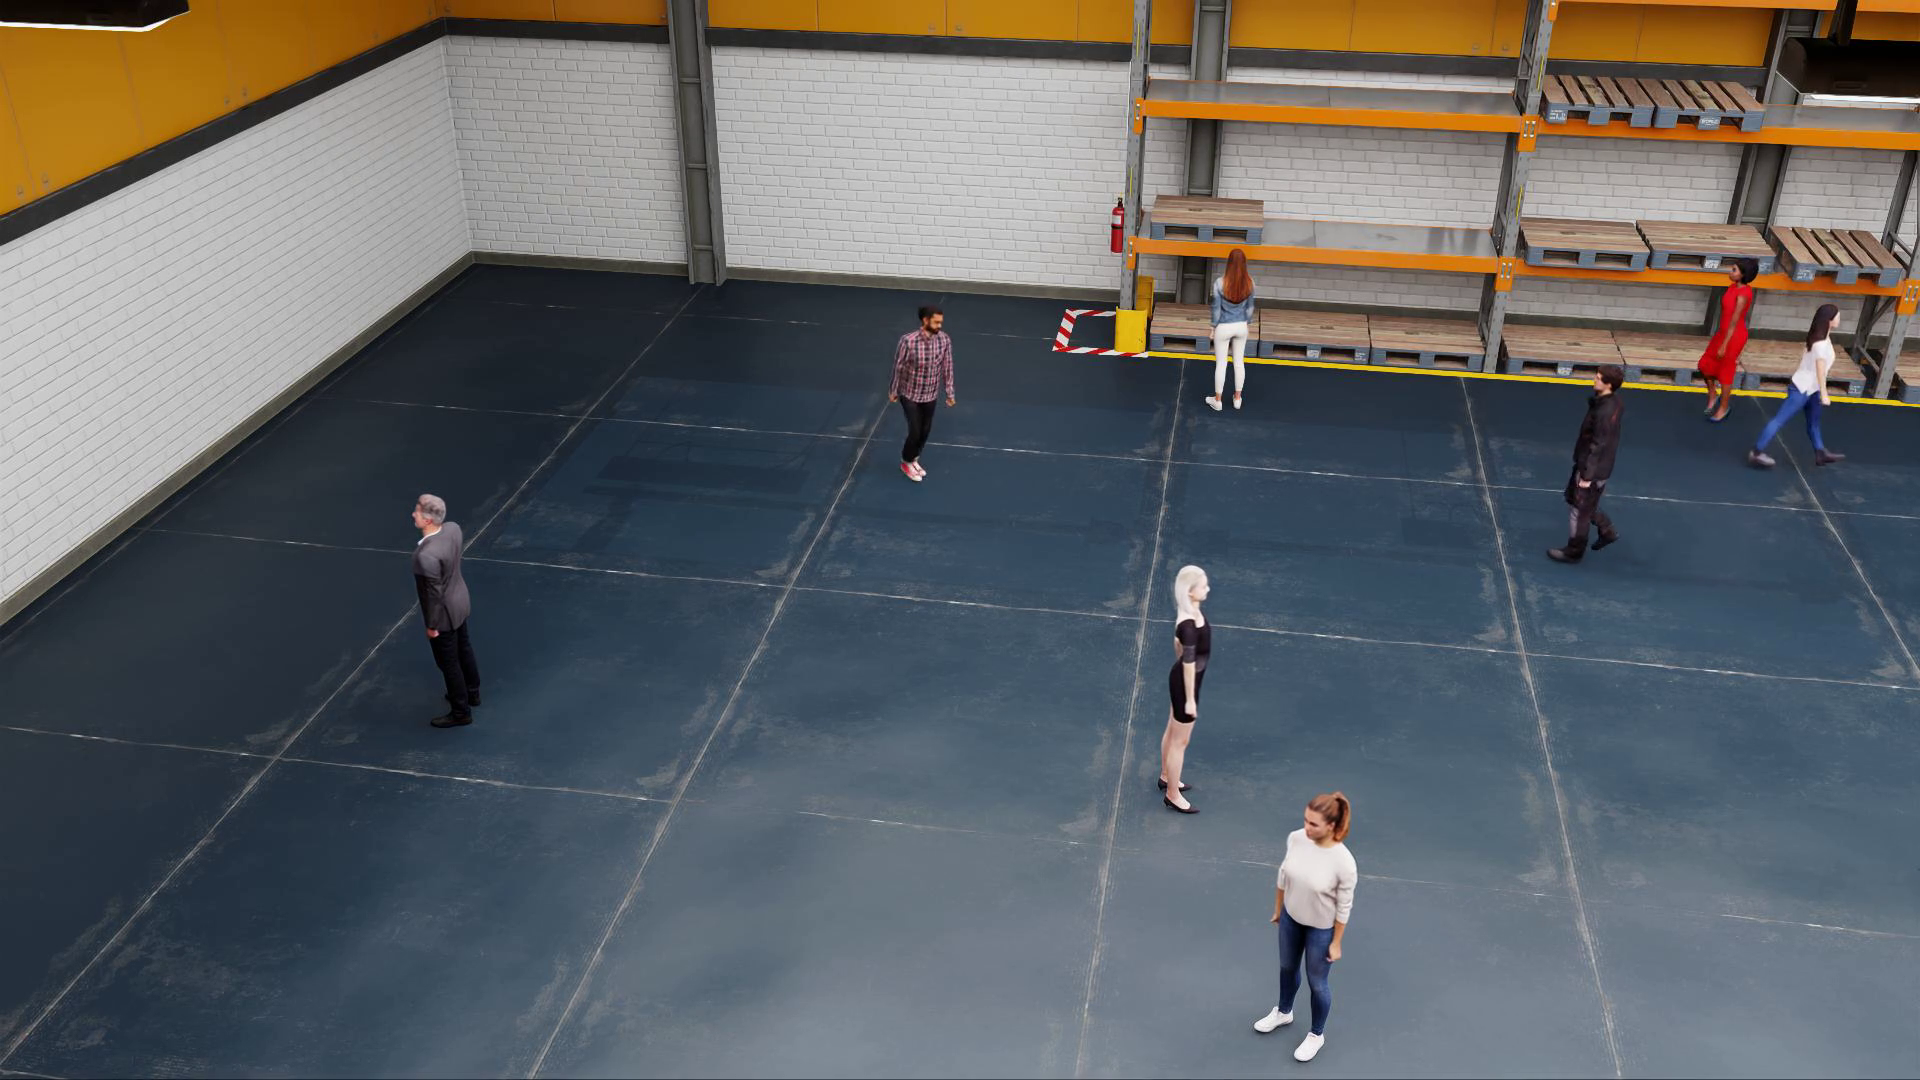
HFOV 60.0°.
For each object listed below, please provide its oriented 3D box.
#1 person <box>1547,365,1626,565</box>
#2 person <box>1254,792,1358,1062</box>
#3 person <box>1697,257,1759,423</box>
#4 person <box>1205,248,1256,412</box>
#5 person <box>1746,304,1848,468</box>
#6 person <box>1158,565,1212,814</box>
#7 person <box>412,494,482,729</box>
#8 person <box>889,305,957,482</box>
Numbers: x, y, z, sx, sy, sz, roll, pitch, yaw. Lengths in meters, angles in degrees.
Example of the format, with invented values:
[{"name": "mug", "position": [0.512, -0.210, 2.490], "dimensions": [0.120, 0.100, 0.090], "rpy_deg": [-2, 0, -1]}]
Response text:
[{"name": "person", "position": [5.429, -0.615, 14.034], "dimensions": [0.882, 1.829, 0.828], "rpy_deg": [12, 31, 21]}, {"name": "person", "position": [1.930, 2.109, 9.155], "dimensions": [0.748, 1.719, 0.667], "rpy_deg": [-22, 36, -35]}, {"name": "person", "position": [7.777, -1.972, 16.623], "dimensions": [0.644, 1.731, 0.601], "rpy_deg": [1, 29, 2]}, {"name": "person", "position": [2.772, -2.143, 16.968], "dimensions": [0.584, 1.702, 0.740], "rpy_deg": [-5, 29, -10]}, {"name": "person", "position": [7.848, -1.397, 15.665], "dimensions": [1.138, 1.640, 0.753], "rpy_deg": [10, 30, 18]}, {"name": "person", "position": [1.504, 0.982, 11.107], "dimensions": [0.536, 1.829, 0.597], "rpy_deg": [1, 29, 2]}, {"name": "person", "position": [-3.724, 0.483, 12.006], "dimensions": [0.640, 1.843, 0.737], "rpy_deg": [1, 29, 2]}, {"name": "person", "position": [-0.427, -1.388, 15.559], "dimensions": [0.843, 1.725, 0.909], "rpy_deg": [-11, 30, -19]}]
